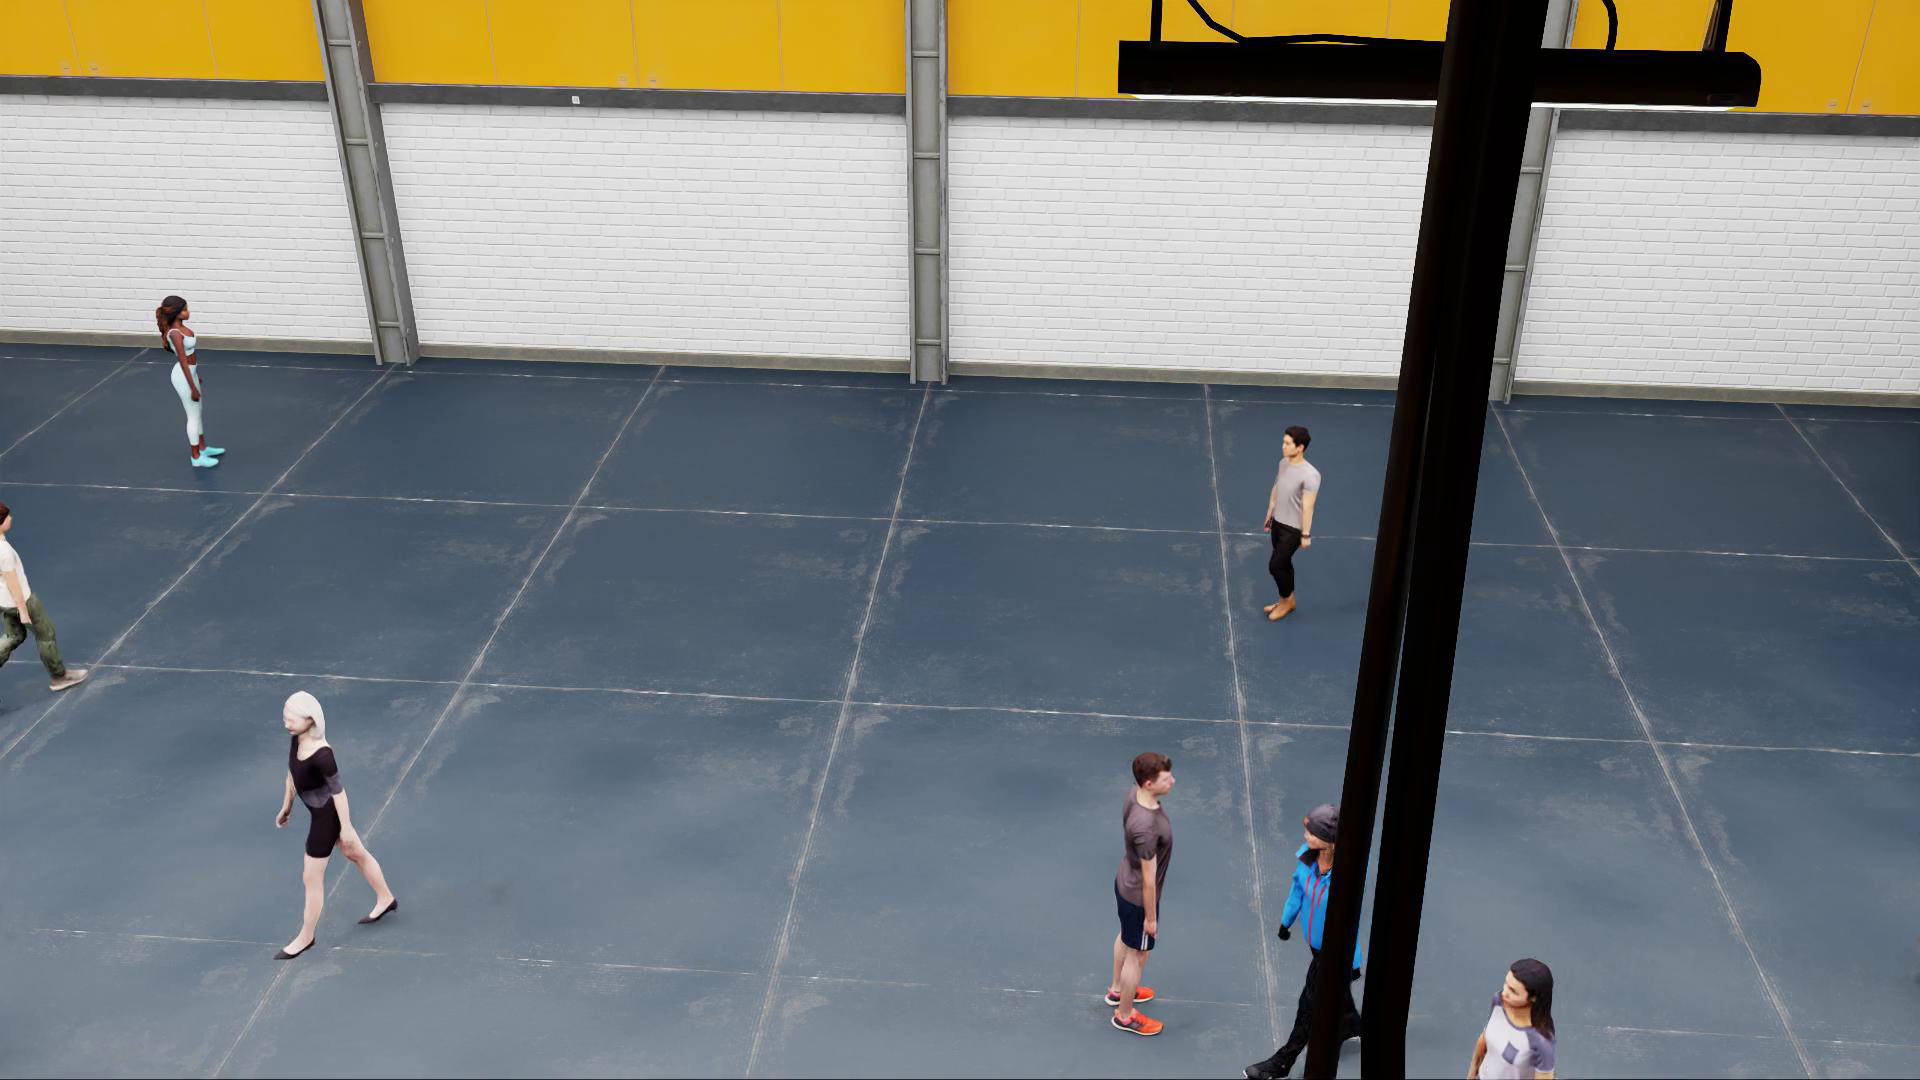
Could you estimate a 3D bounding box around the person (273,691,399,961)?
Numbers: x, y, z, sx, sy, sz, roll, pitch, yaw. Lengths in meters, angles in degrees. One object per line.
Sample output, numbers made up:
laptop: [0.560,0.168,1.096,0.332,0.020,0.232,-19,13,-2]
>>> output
person: [-3.727,1.653,10.070,1.096,1.798,1.004,-18,34,-30]

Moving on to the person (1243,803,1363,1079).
person: [2.085,2.184,9.137,1.186,1.758,1.002,-12,31,-21]

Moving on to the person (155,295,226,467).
person: [-7.432,-1.536,15.992,0.661,1.723,0.647,-10,30,-18]

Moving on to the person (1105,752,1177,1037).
person: [1.014,1.978,9.417,0.573,1.852,0.680,-1,29,-2]

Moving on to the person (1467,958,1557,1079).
person: [2.753,2.728,8.179,0.740,1.720,0.711,-10,30,-18]

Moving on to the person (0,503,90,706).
person: [-7.113,0.494,12.365,1.050,1.635,0.989,20,35,33]

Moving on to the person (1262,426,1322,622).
person: [2.740,-0.141,13.450,0.737,1.709,0.719,-10,30,-17]
